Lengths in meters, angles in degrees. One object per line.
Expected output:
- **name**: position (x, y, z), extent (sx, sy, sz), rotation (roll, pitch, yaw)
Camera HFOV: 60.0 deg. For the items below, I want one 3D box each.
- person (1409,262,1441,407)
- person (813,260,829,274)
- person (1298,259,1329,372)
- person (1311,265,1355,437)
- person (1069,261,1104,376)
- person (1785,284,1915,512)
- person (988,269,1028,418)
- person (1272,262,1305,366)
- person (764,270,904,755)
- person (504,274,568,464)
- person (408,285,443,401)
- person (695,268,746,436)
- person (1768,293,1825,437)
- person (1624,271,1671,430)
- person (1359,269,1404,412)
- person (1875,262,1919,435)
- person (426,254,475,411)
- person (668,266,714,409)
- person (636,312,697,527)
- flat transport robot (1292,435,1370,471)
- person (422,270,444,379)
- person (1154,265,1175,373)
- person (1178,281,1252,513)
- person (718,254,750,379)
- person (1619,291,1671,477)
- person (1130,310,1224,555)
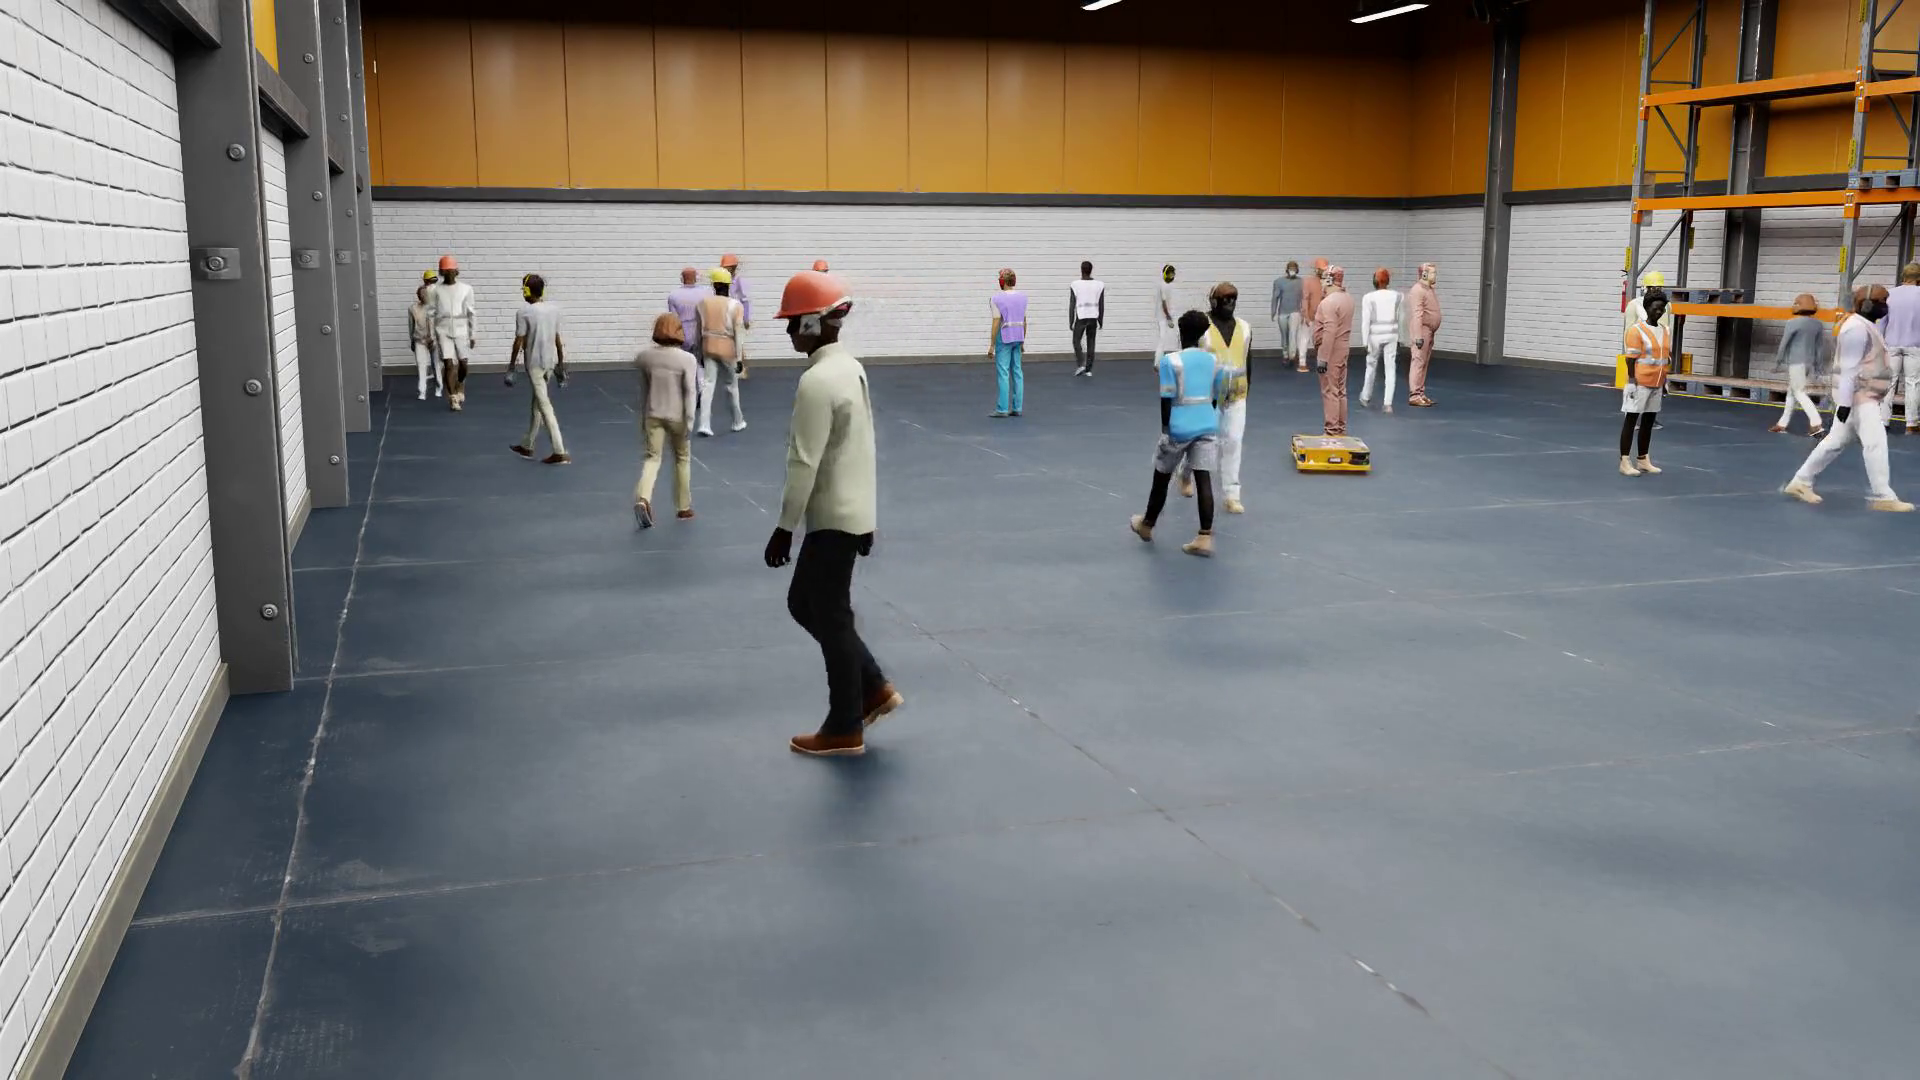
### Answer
- **person**: position (6.221, -2.745, 22.251), extent (0.409, 1.913, 0.642), rotation (5, 11, 27)
- **person**: position (-2.190, -3.473, 26.414), extent (0.375, 1.931, 0.551), rotation (8, 13, 39)
- **person**: position (6.076, -3.791, 28.235), extent (0.633, 1.935, 1.042), rotation (-3, 10, -16)
- **person**: position (3.946, -1.963, 17.737), extent (0.403, 1.906, 0.651), rotation (6, 11, 30)
- **person**: position (2.102, -3.665, 27.577), extent (0.614, 1.914, 0.438), rotation (-2, 10, -10)
- **person**: position (7.156, -1.146, 13.322), extent (0.939, 1.805, 0.637), rotation (6, 12, 32)
- **person**: position (0.600, -2.429, 20.609), extent (0.565, 1.846, 0.389), rotation (-8, 13, -39)
- **person**: position (6.013, -4.125, 30.339), extent (0.638, 1.890, 1.050), rotation (3, 10, 17)
- **person**: position (-0.553, -0.086, 6.690), extent (0.444, 1.972, 0.612), rotation (1, 10, 5)
- **person**: position (-4.178, -1.651, 16.155), extent (0.928, 1.818, 0.531), rotation (6, 12, 31)
- **person**: position (-7.453, -2.773, 23.341), extent (0.532, 1.591, 0.871), rotation (-1, 10, -9)
- **person**: position (-2.703, -2.112, 18.713), extent (0.602, 1.871, 1.033), rotation (2, 10, 12)
- **person**: position (9.427, -1.958, 18.607), extent (0.498, 1.595, 0.819), rotation (-4, 11, -24)
- **person**: position (7.969, -2.186, 19.238), extent (0.601, 1.830, 0.404), rotation (-3, 10, -15)
- **person**: position (5.461, -2.593, 21.587), extent (0.591, 1.821, 1.023), rotation (0, 10, -1)
- **person**: position (10.660, -2.157, 18.771), extent (0.632, 1.936, 0.359), rotation (8, 13, 40)
- **person**: position (-6.619, -2.697, 21.646), extent (0.614, 2.026, 0.602), rotation (-4, 11, -23)
- **person**: position (-3.525, -2.674, 21.966), extent (0.644, 1.880, 0.924), rotation (-2, 10, -11)
- **person**: position (-2.222, -0.910, 12.509), extent (0.498, 1.607, 0.758), rotation (2, 10, 10)
- **flat transport robot**: position (3.553, -0.845, 15.993), extent (0.652, 0.197, 1.431), rotation (1, 10, 9)
- **person**: position (-8.547, -3.490, 26.980), extent (0.331, 1.768, 0.526), rotation (4, 11, 24)
- **person**: position (3.537, -3.810, 28.666), extent (0.365, 1.838, 0.741), rotation (2, 10, 12)
- **person**: position (2.033, -1.150, 13.282), extent (0.632, 1.822, 0.775), rotation (-3, 10, -16)
- **person**: position (-3.712, -3.568, 26.686), extent (0.674, 2.018, 0.627), rotation (-7, 12, -36)
- **person**: position (6.305, -1.434, 15.274), extent (0.533, 1.698, 0.322), rotation (-5, 11, -26)
- **person**: position (1.525, -0.747, 11.425), extent (0.542, 1.643, 0.874), rotation (-5, 11, -26)
